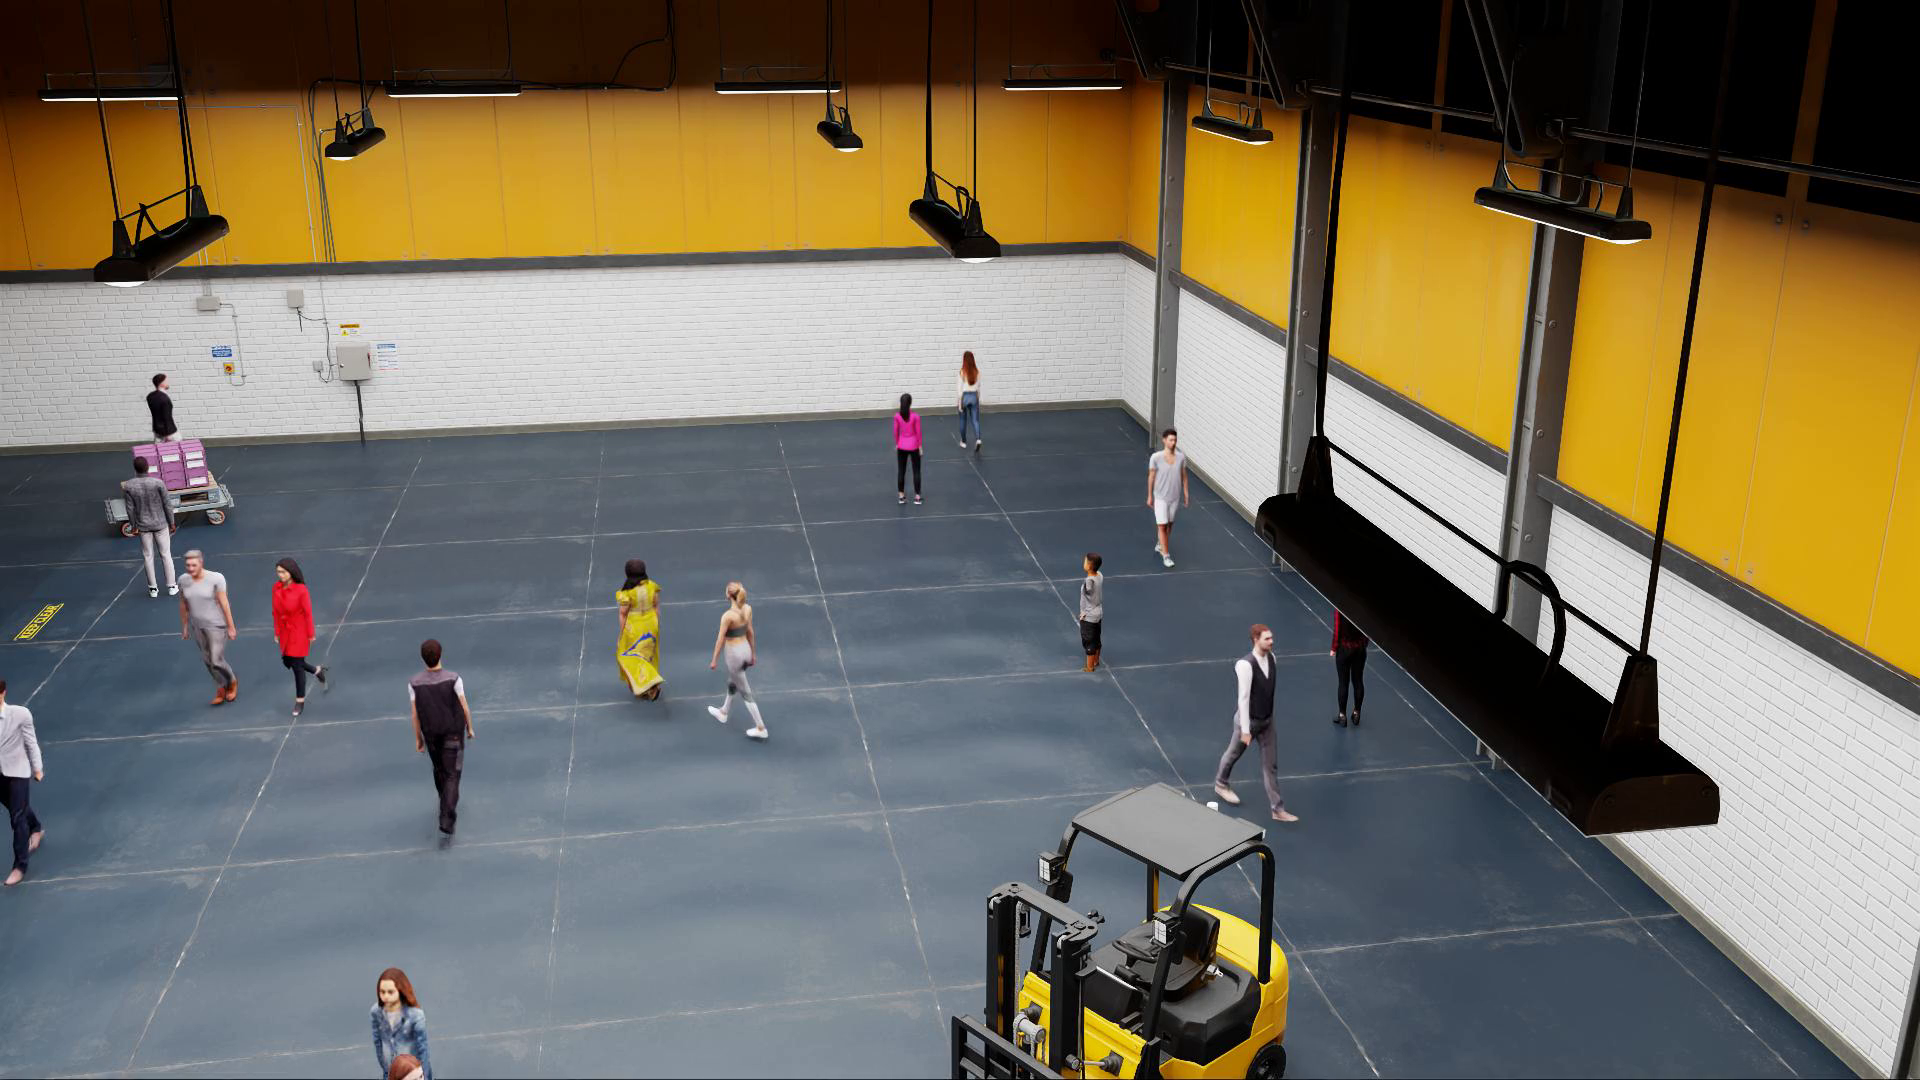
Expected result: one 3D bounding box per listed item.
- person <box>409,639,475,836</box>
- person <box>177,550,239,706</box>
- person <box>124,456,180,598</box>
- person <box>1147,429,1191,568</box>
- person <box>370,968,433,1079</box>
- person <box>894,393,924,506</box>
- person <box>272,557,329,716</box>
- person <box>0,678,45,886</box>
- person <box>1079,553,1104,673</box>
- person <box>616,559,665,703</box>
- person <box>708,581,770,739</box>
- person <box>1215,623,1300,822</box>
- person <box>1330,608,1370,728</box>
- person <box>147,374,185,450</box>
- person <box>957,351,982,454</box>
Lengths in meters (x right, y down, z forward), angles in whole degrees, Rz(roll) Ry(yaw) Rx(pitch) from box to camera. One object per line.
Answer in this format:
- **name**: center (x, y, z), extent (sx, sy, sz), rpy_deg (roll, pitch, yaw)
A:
- **person**: center (-4.762, 1.832, 15.292), extent (0.754, 1.815, 1.187), rpy_deg (-1, 19, -2)
- **person**: center (-8.094, 0.914, 18.040), extent (0.818, 1.802, 0.798), rpy_deg (2, 19, 7)
- **person**: center (-10.318, -0.180, 21.231), extent (0.705, 1.838, 0.571), rpy_deg (-5, 19, -15)
- **person**: center (2.787, -0.617, 22.548), extent (0.771, 1.825, 1.063), rpy_deg (-5, 19, -15)
- **person**: center (-3.626, 3.466, 11.026), extent (0.756, 1.441, 1.061), rpy_deg (2, 19, 5)
- **person**: center (-0.795, -1.370, 24.985), extent (0.689, 1.697, 0.701), rpy_deg (5, 19, 15)
- **person**: center (-7.120, 0.997, 17.908), extent (0.838, 1.728, 0.991), rpy_deg (6, 19, 16)
- **person**: center (-8.378, 2.033, 14.706), extent (0.739, 1.808, 1.222), rpy_deg (-2, 19, -6)
- **person**: center (1.505, 0.779, 18.980), extent (0.706, 1.456, 0.615), rpy_deg (9, 20, 24)
- **person**: center (-3.432, 1.014, 17.995), extent (1.111, 1.640, 1.242), rpy_deg (-17, 25, -41)
- **person**: center (-2.234, 1.279, 17.185), extent (1.138, 1.655, 1.060), rpy_deg (13, 23, 34)
- **person**: center (2.694, 1.675, 15.640), extent (1.062, 1.891, 1.333), rpy_deg (-14, 23, -35)
- **person**: center (4.128, 1.164, 17.525), extent (0.600, 1.656, 0.530), rpy_deg (-5, 19, -14)
- **person**: center (-12.313, -1.617, 25.574), extent (1.158, 1.790, 1.284), rpy_deg (10, 21, 28)
- **person**: center (0.184, -2.278, 27.673), extent (0.639, 1.704, 1.091), rpy_deg (-5, 19, -15)
